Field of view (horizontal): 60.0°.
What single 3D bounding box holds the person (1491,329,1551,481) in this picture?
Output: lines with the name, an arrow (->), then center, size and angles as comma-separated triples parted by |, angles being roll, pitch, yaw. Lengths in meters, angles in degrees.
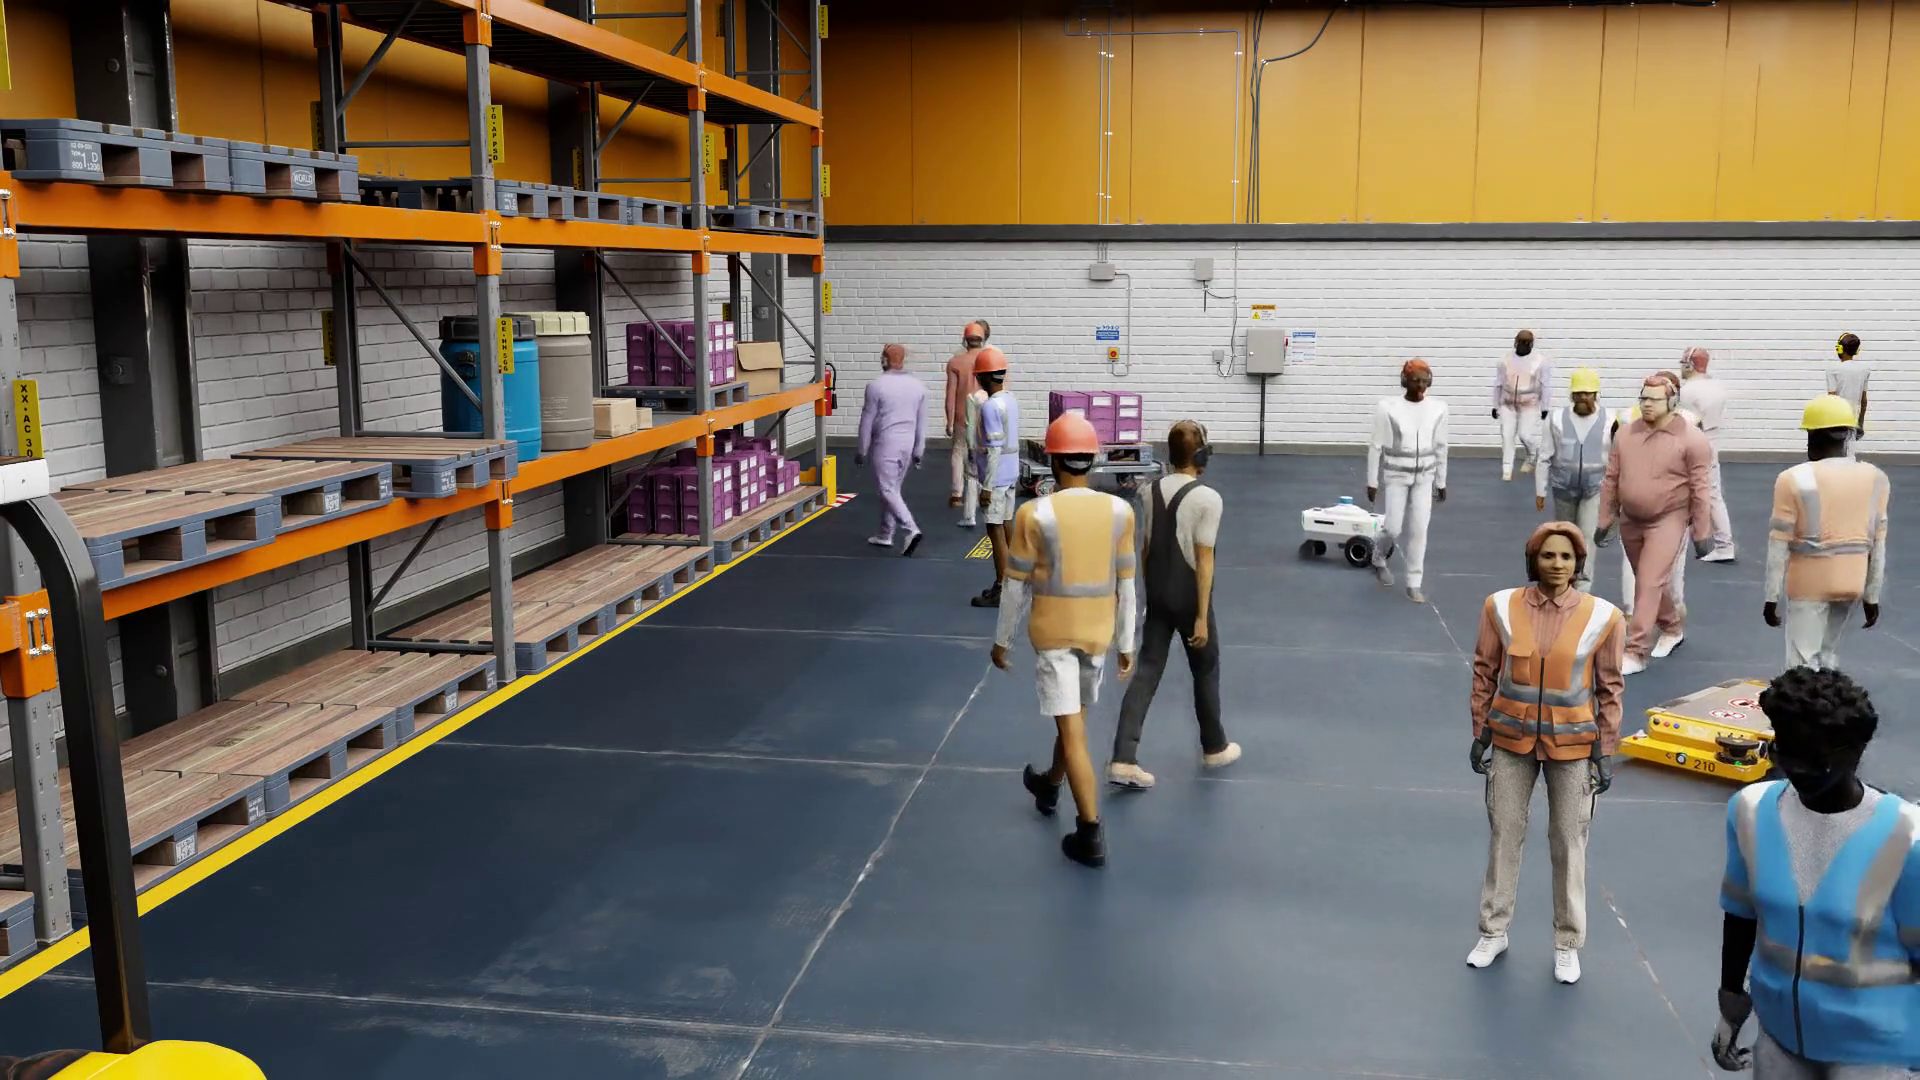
person -> 6.694, -1.607, 19.851 | 0.653, 1.818, 0.520 | 6, 11, 31

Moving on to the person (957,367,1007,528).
person -> 0.245, -0.889, 16.049 | 0.537, 1.617, 0.666 | -4, 10, -25

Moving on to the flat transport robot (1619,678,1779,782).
flat transport robot -> 4.118, 0.969, 8.713 | 1.431, 0.197, 0.652 | -8, 12, -40

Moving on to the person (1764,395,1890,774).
person -> 4.340, 0.234, 8.273 | 0.592, 1.899, 0.795 | -1, 9, -8

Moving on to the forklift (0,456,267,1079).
forklift -> -2.328, 0.975, 2.765 | 2.313, 2.155, 1.214 | 1, 9, 9

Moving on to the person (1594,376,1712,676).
person -> 4.395, -0.112, 10.523 | 1.000, 1.862, 0.664 | -6, 11, -33

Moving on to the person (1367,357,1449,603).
person -> 3.398, -0.474, 12.729 | 0.619, 1.864, 0.611 | -1, 9, -7

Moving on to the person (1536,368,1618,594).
person -> 4.694, -0.419, 12.615 | 0.605, 1.798, 0.894 | 4, 10, 23

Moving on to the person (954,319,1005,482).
person -> 0.237, -1.634, 19.646 | 0.635, 1.936, 0.356 | 4, 10, 22

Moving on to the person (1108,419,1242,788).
person -> 1.048, 0.309, 8.126 | 0.520, 1.798, 0.977 | 9, 13, 44

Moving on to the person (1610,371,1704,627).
person -> 4.946, -0.293, 11.848 | 0.632, 1.801, 0.812 | 5, 11, 30

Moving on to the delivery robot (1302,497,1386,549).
delivery robot -> 3.311, -0.130, 14.312 | 0.707, 0.478, 0.477 | 7, 12, 34

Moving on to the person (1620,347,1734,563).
person -> 6.317, -0.741, 14.404 | 0.658, 1.846, 1.021 | -6, 11, -35

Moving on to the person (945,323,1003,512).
person -> 0.154, -1.288, 17.482 | 0.633, 1.950, 0.757 | -1, 9, -7

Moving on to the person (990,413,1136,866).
person -> 0.440, 0.394, 7.271 | 0.571, 1.884, 0.978 | -4, 10, -21

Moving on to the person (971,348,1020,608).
person -> 0.250, -0.460, 12.414 | 0.367, 1.932, 0.551 | 3, 10, 19

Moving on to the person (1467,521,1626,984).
person -> 2.070, 0.739, 5.908 | 0.514, 1.645, 0.309 | 5, 10, 28

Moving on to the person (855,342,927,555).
person -> -0.578, -0.822, 14.809 | 0.638, 1.879, 0.891 | -9, 13, -43

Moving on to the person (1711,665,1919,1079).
person -> 1.920, 1.089, 3.648 | 0.457, 1.668, 0.570 | -5, 10, -28

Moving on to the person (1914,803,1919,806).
person -> 4.504, 0.381, 7.120 | 0.933, 1.981, 0.685 | 2, 9, 10

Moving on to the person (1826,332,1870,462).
person -> 9.104, -1.202, 17.186 | 0.535, 1.869, 0.314 | -2, 9, -12
